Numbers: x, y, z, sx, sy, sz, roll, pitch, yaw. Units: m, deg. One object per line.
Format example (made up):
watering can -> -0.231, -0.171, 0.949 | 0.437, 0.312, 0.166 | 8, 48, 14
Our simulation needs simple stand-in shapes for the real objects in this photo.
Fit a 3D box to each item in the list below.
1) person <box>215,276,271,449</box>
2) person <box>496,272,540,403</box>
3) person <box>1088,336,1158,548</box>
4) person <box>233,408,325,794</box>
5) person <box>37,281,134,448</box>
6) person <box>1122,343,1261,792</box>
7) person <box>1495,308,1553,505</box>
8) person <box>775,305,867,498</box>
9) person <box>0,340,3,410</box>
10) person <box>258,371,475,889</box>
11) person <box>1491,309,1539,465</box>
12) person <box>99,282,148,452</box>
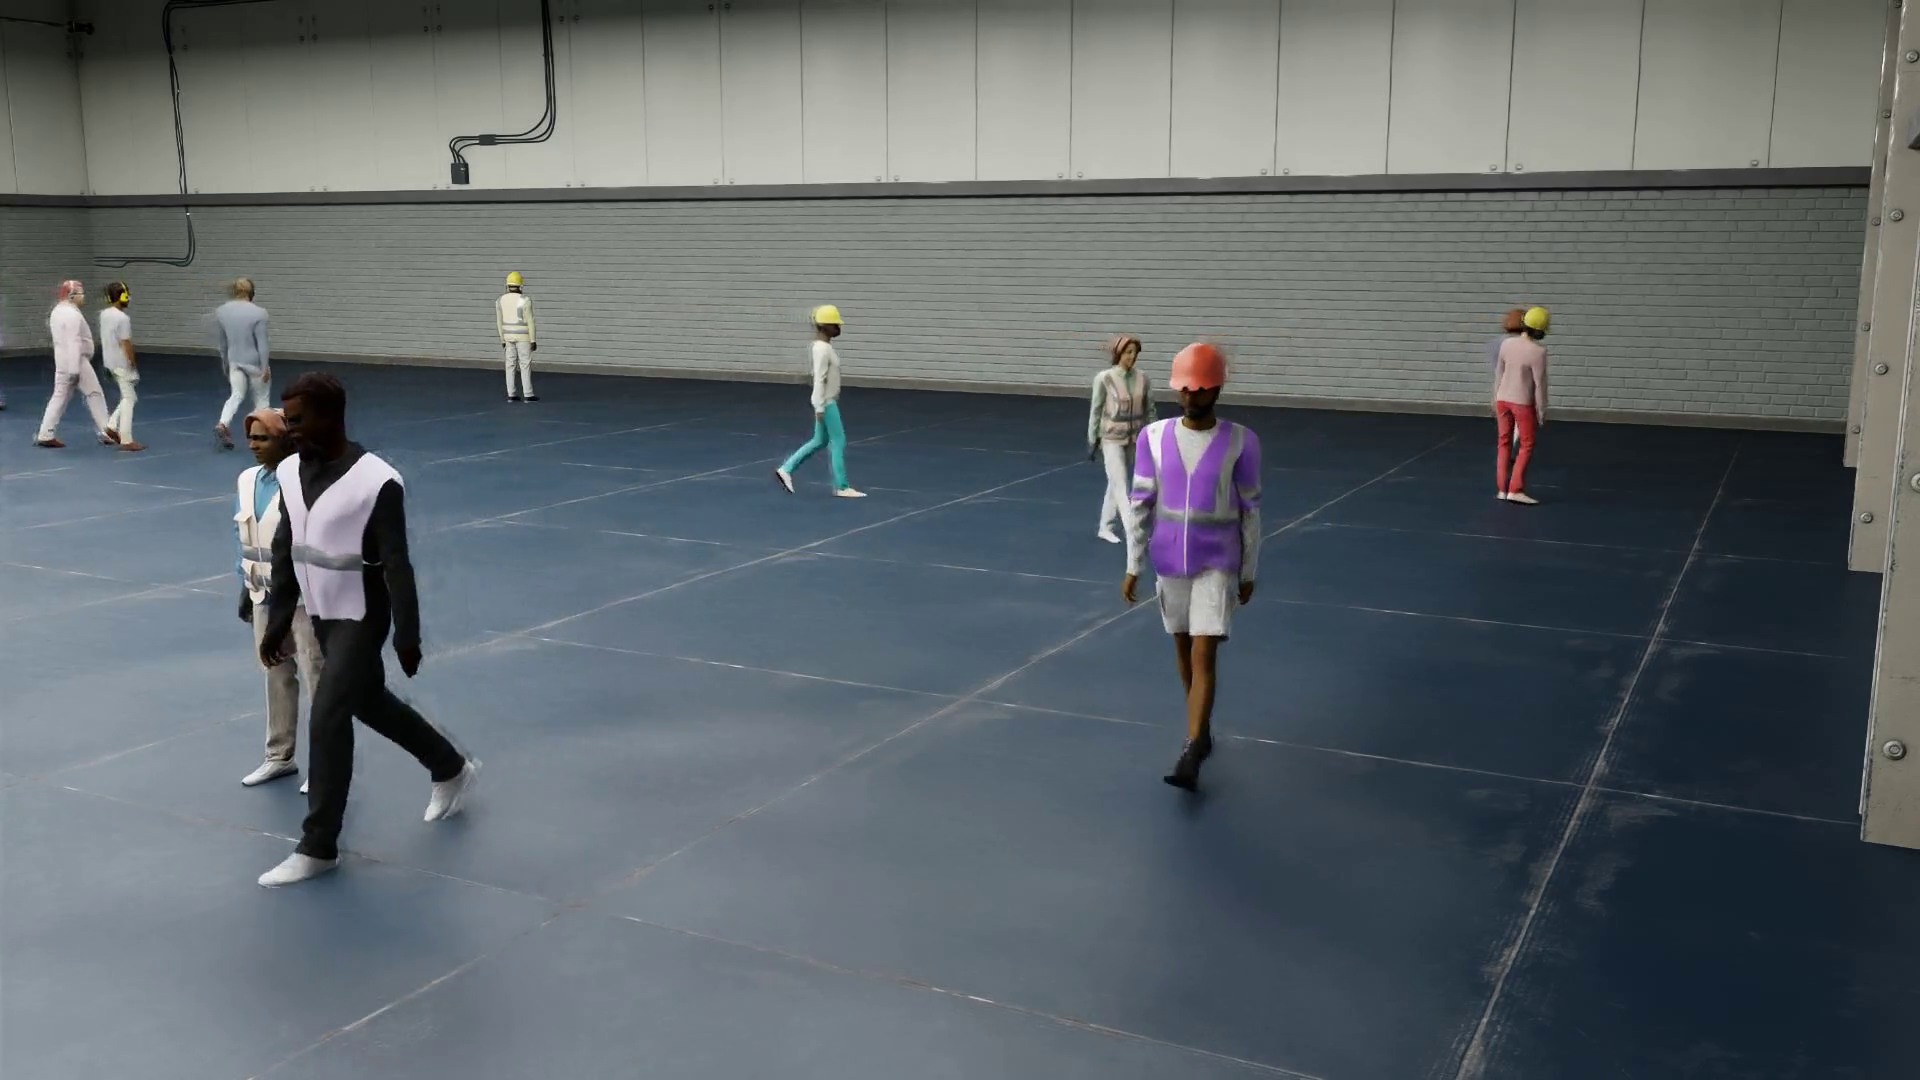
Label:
person -> -7.877, -1.935, 18.261 | 0.639, 1.912, 0.857 | 2, 11, 11
person -> -6.207, -2.842, 23.398 | 0.590, 1.837, 0.404 | 4, 11, 19
person -> 1.266, -0.720, 12.462 | 0.543, 1.589, 0.845 | -6, 12, -30
person -> -2.848, 0.254, 7.046 | 0.512, 1.642, 0.312 | 5, 11, 24
person -> -9.838, -1.946, 18.479 | 0.658, 1.859, 0.970 | 10, 14, 42
person -> 0.982, 0.108, 7.156 | 0.550, 1.884, 0.988 | 5, 11, 23
person -> 4.902, -1.168, 14.601 | 0.369, 1.723, 0.616 | -6, 12, -29
person -> -1.266, -1.238, 14.923 | 0.779, 1.742, 0.527 | 0, 10, 1
person -> -13.056, -2.576, 21.873 | 0.642, 1.856, 0.989 | 4, 11, 20
person -> -2.268, 0.279, 6.318 | 0.577, 1.873, 1.003 | 7, 12, 34
person -> 5.592, -1.530, 16.843 | 0.501, 1.618, 0.491 | 10, 14, 42
person -> -9.107, -1.876, 18.098 | 0.567, 1.845, 0.412 | 7, 13, 35
